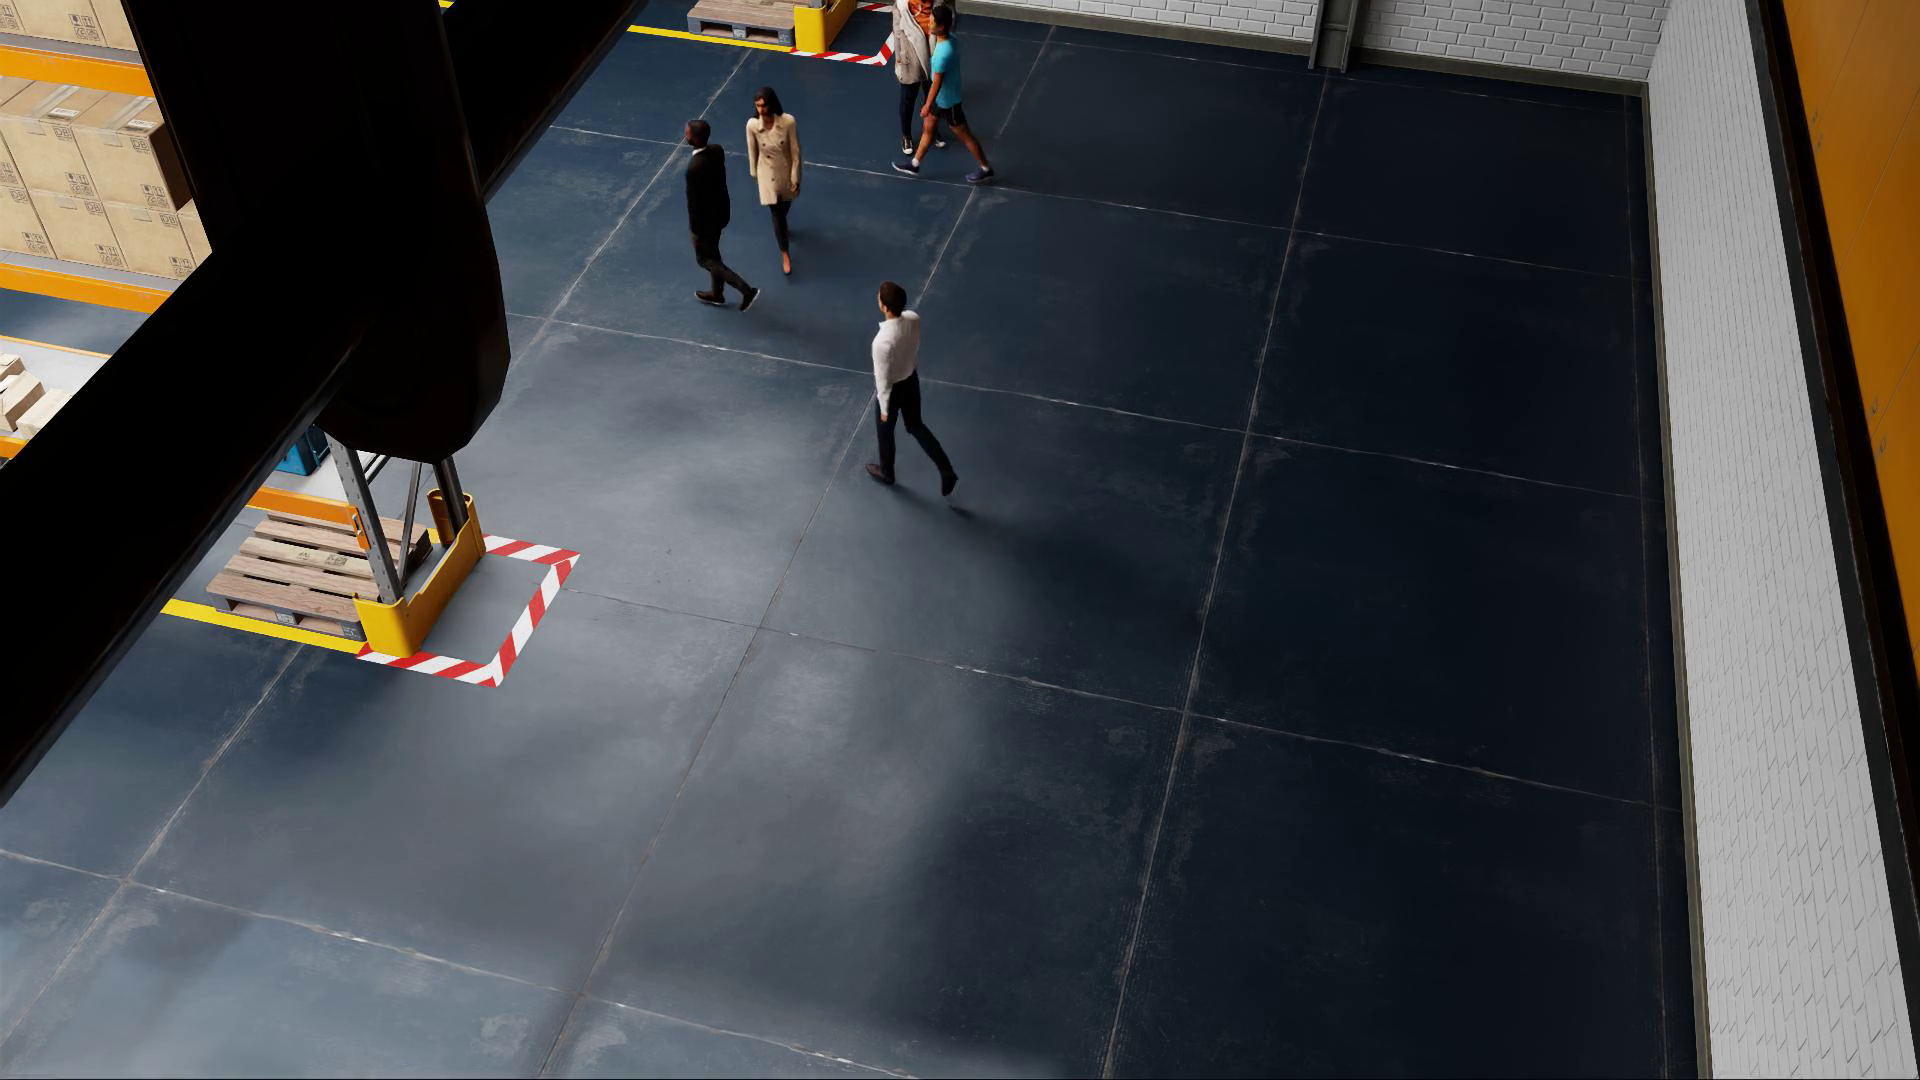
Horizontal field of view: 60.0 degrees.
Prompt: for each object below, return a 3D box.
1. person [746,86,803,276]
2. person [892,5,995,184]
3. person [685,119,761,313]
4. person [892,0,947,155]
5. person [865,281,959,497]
[{"bbox_3d":[-1.568,-3.217,14.473,1.105,1.626,0.936,-4,44,-4],"label":"person"},{"bbox_3d":[-0.016,-4.011,15.240,1.255,1.717,0.812,2,44,2],"label":"person"},{"bbox_3d":[-1.984,-2.639,13.753,0.979,1.782,0.753,17,46,17],"label":"person"},{"bbox_3d":[-0.372,-4.589,15.721,0.796,1.890,0.874,-16,46,-16],"label":"person"},{"bbox_3d":[-0.368,-1.054,12.039,1.162,1.851,0.935,28,50,26],"label":"person"}]
